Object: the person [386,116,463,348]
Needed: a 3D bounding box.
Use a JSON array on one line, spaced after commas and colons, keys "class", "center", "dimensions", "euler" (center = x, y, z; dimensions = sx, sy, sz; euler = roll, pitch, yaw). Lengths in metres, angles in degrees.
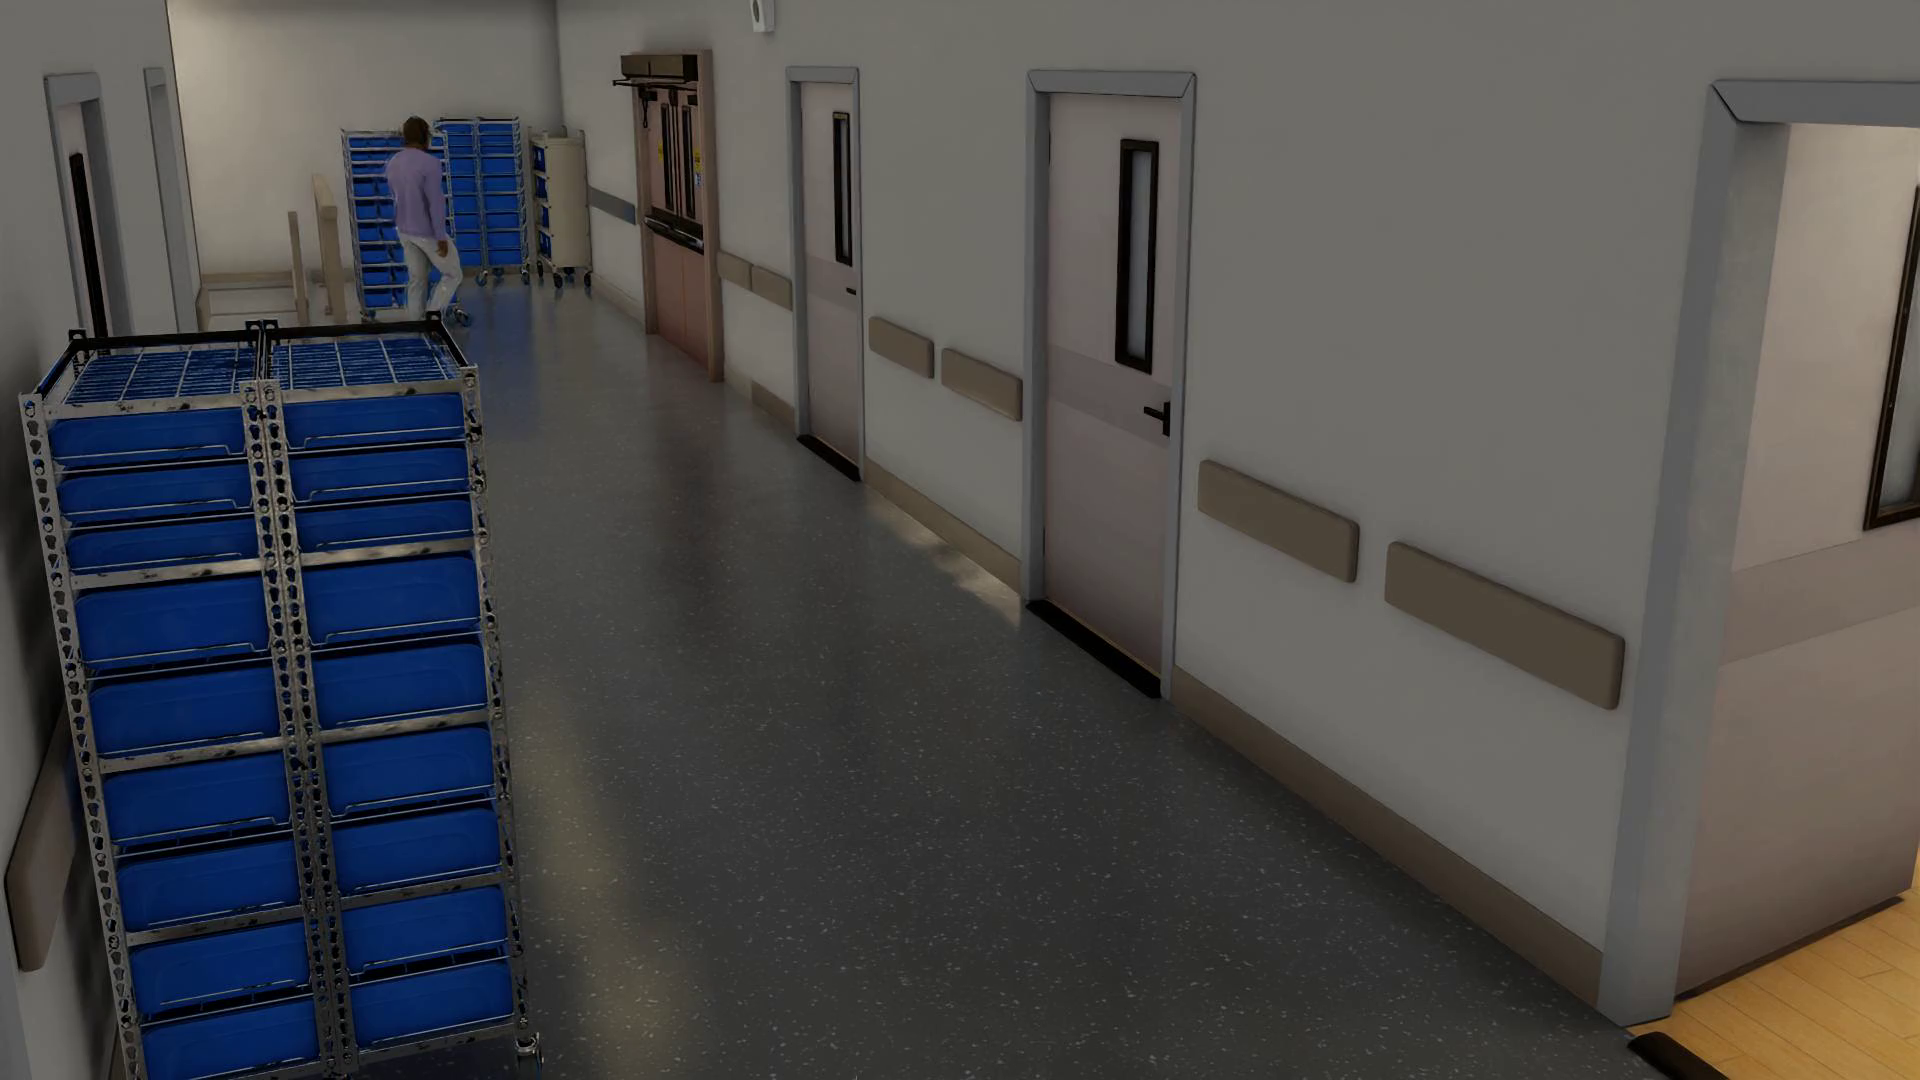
[{"class": "person", "center": [-4.451, -2.536, 13.837], "dimensions": [0.666, 1.922, 0.449], "euler": [10, 19, 31]}]
